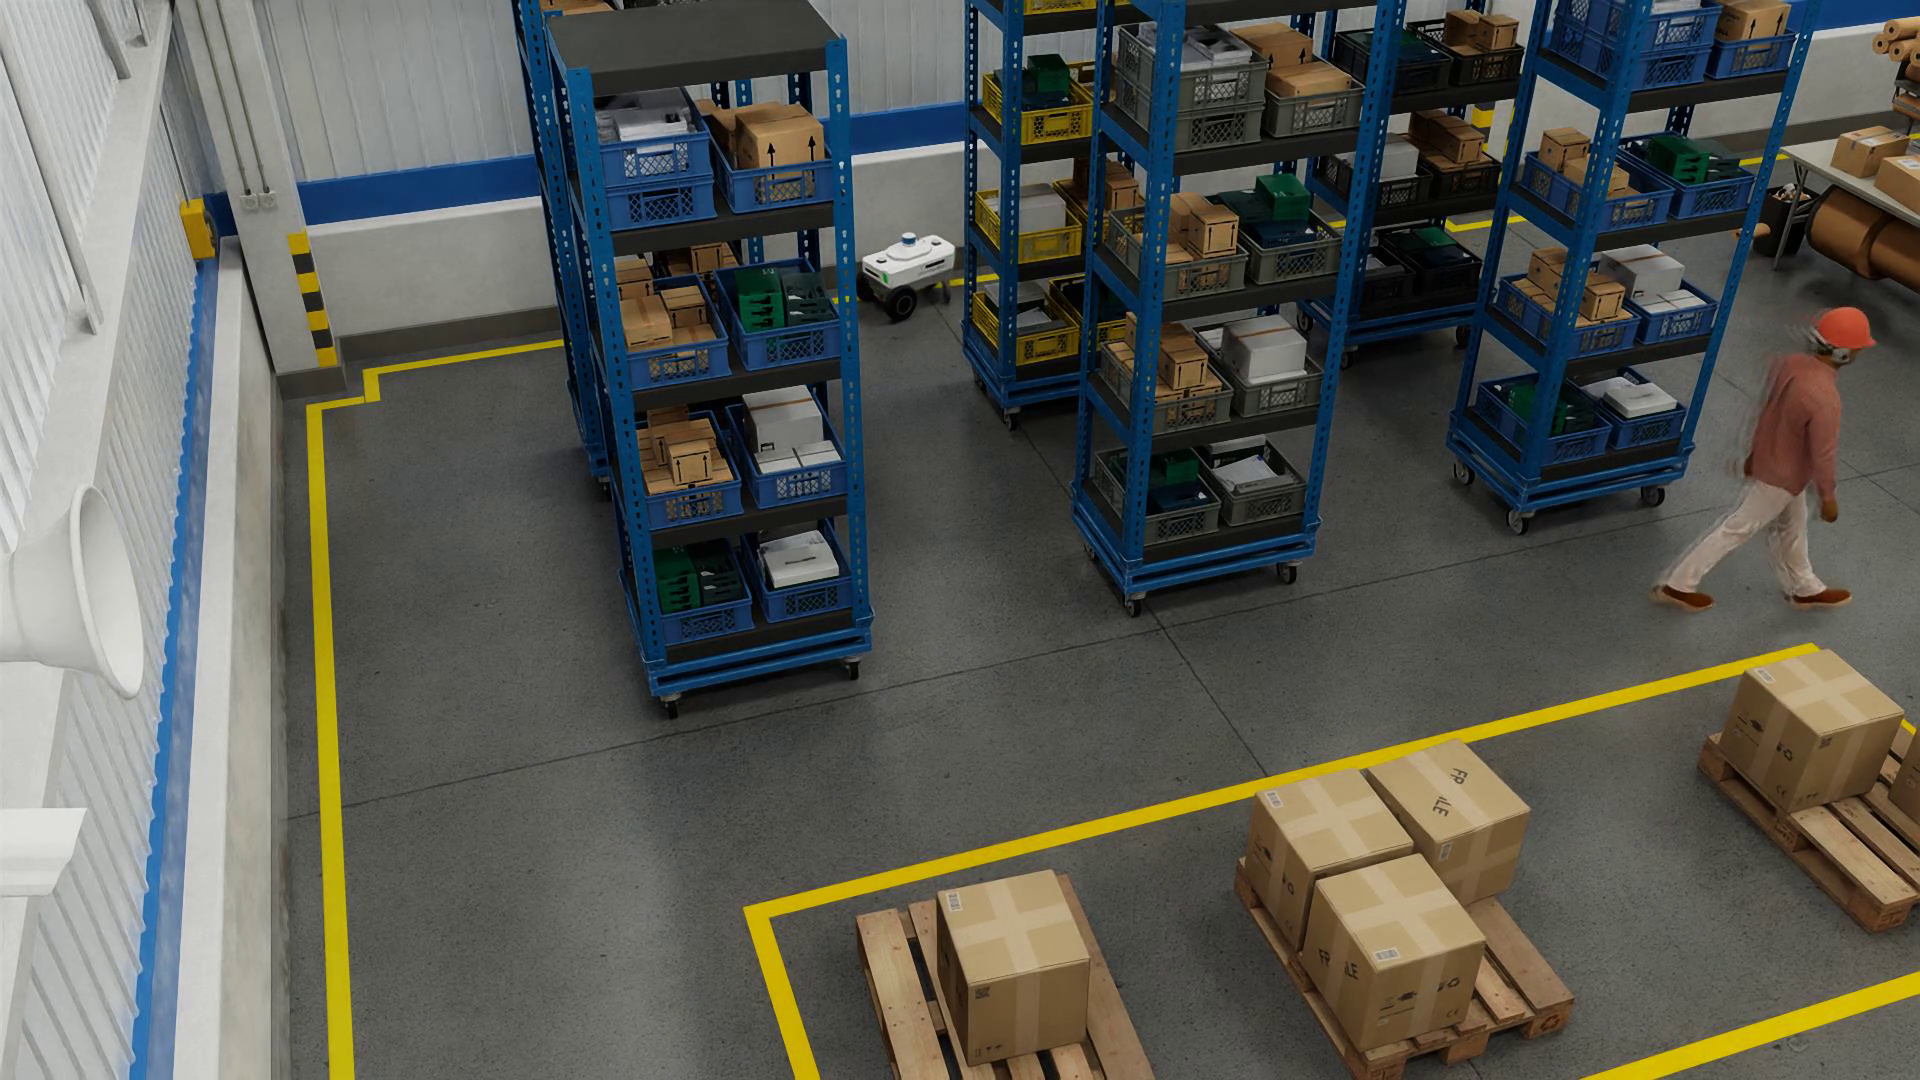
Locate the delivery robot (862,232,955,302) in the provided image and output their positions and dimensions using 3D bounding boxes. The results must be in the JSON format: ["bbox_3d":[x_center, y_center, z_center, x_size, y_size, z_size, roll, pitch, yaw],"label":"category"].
[{"bbox_3d":[-0.387,-2.108,12.697,0.707,0.478,0.477,-24,42,-30],"label":"delivery robot"}]

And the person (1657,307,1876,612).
[{"bbox_3d":[4.576,-0.392,9.159,1.076,1.933,0.610,6,36,9],"label":"person"}]
